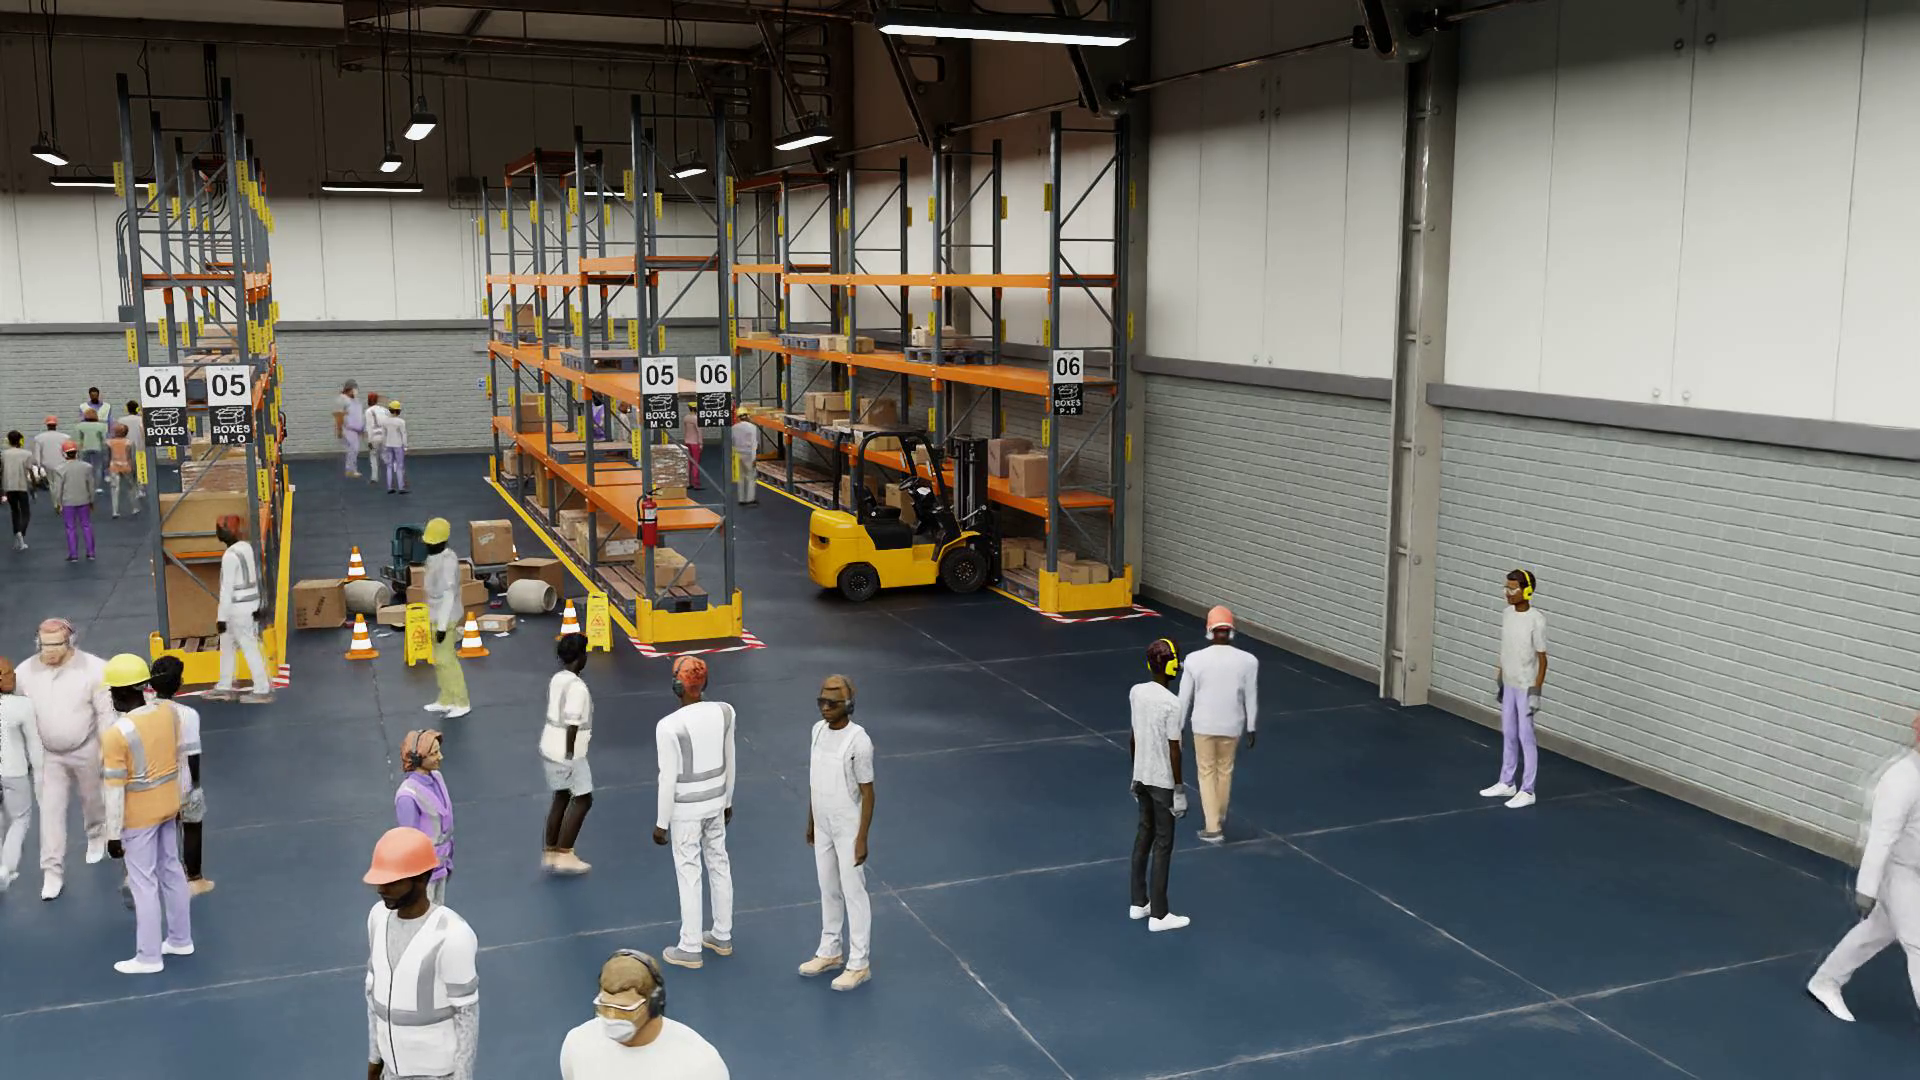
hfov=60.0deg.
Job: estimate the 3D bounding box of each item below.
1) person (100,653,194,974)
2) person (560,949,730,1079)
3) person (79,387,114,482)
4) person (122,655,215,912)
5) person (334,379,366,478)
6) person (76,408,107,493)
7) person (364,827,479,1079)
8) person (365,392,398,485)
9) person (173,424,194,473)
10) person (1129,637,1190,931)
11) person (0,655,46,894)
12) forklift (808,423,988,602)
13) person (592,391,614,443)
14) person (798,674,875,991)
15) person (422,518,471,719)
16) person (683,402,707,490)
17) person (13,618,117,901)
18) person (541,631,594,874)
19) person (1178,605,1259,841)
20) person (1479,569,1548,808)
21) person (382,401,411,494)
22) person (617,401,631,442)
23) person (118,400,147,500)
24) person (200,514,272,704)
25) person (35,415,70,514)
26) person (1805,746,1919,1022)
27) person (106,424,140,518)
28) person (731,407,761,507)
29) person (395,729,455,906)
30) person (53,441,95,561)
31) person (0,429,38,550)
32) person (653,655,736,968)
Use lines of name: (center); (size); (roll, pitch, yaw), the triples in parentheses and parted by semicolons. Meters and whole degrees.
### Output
person: (-4.852, 1.615, 9.874); (0.393, 1.921, 0.590); (2, 9, 12)
person: (-1.060, 2.285, 5.612); (0.628, 1.933, 0.368); (4, 10, 21)
person: (-17.284, -2.106, 33.298); (0.597, 1.914, 0.373); (-6, 11, -33)
person: (-5.179, 1.587, 10.794); (0.537, 1.673, 0.671); (1, 9, 8)
person: (-12.371, -2.281, 34.006); (0.657, 2.000, 0.699); (2, 9, 11)
person: (-16.513, -1.703, 31.672); (0.542, 1.620, 0.340); (-3, 10, -18)
person: (-2.207, 2.097, 6.766); (0.543, 1.939, 0.371); (5, 10, 27)
person: (-11.402, -1.994, 32.759); (0.713, 1.862, 0.589); (4, 10, 22)
person: (-16.357, -2.376, 34.953); (0.359, 1.930, 0.587); (4, 10, 23)
person: (1.265, 1.539, 10.541); (0.335, 1.860, 0.508); (-5, 10, -29)
person: (-6.383, 1.581, 11.055); (0.532, 1.610, 0.602); (-2, 9, -12)
forklift: (-0.830, -0.399, 21.676); (2.313, 2.155, 1.214); (-4, 10, -21)
person: (-7.229, -2.078, 33.396); (0.634, 1.836, 0.429); (5, 10, 26)
person: (-0.715, 1.681, 9.677); (0.338, 1.845, 0.514); (-9, 13, -44)
person: (-4.834, 0.721, 15.586); (0.375, 1.890, 0.669); (-5, 10, -28)
person: (-5.130, -1.850, 32.155); (0.328, 1.767, 0.530); (-9, 12, -43)
person: (-6.091, 1.416, 11.370); (0.656, 1.854, 0.993); (-3, 9, -18)
person: (-2.732, 1.469, 11.542); (0.440, 1.662, 0.550); (-6, 11, -34)
person: (1.877, 1.338, 12.163); (0.582, 1.741, 0.481); (0, 9, 1)
person: (4.347, 1.149, 12.953); (0.332, 1.872, 0.514); (-3, 9, -17)
person: (-10.705, -1.758, 31.574); (0.531, 1.767, 0.328); (3, 10, 19)
person: (-6.742, -1.994, 33.474); (0.283, 1.633, 0.498); (-1, 9, -8)
person: (-15.262, -1.666, 30.775); (0.566, 1.829, 0.811); (-3, 9, -15)
person: (-7.051, 0.675, 15.961); (0.816, 1.855, 0.618); (-1, 9, -9)
person: (-15.770, -1.322, 29.007); (0.584, 1.700, 0.888); (-3, 10, -20)
person: (5.062, 1.809, 8.937); (0.684, 1.843, 1.015); (-7, 12, -39)
person: (-14.363, -1.181, 28.492); (0.517, 1.591, 0.857); (-2, 9, -12)
person: (-3.855, -1.480, 29.752); (0.620, 1.786, 0.467); (5, 10, 27)
person: (-2.965, 1.852, 9.247); (0.309, 1.641, 0.515); (0, 9, -1)
person: (-12.852, -0.567, 24.126); (0.347, 1.746, 0.572); (7, 11, 36)
person: (-14.129, -0.727, 24.873); (0.556, 1.838, 0.640); (-2, 9, -14)
person: (-1.587, 1.617, 9.967); (0.355, 1.883, 0.573); (8, 12, 41)
